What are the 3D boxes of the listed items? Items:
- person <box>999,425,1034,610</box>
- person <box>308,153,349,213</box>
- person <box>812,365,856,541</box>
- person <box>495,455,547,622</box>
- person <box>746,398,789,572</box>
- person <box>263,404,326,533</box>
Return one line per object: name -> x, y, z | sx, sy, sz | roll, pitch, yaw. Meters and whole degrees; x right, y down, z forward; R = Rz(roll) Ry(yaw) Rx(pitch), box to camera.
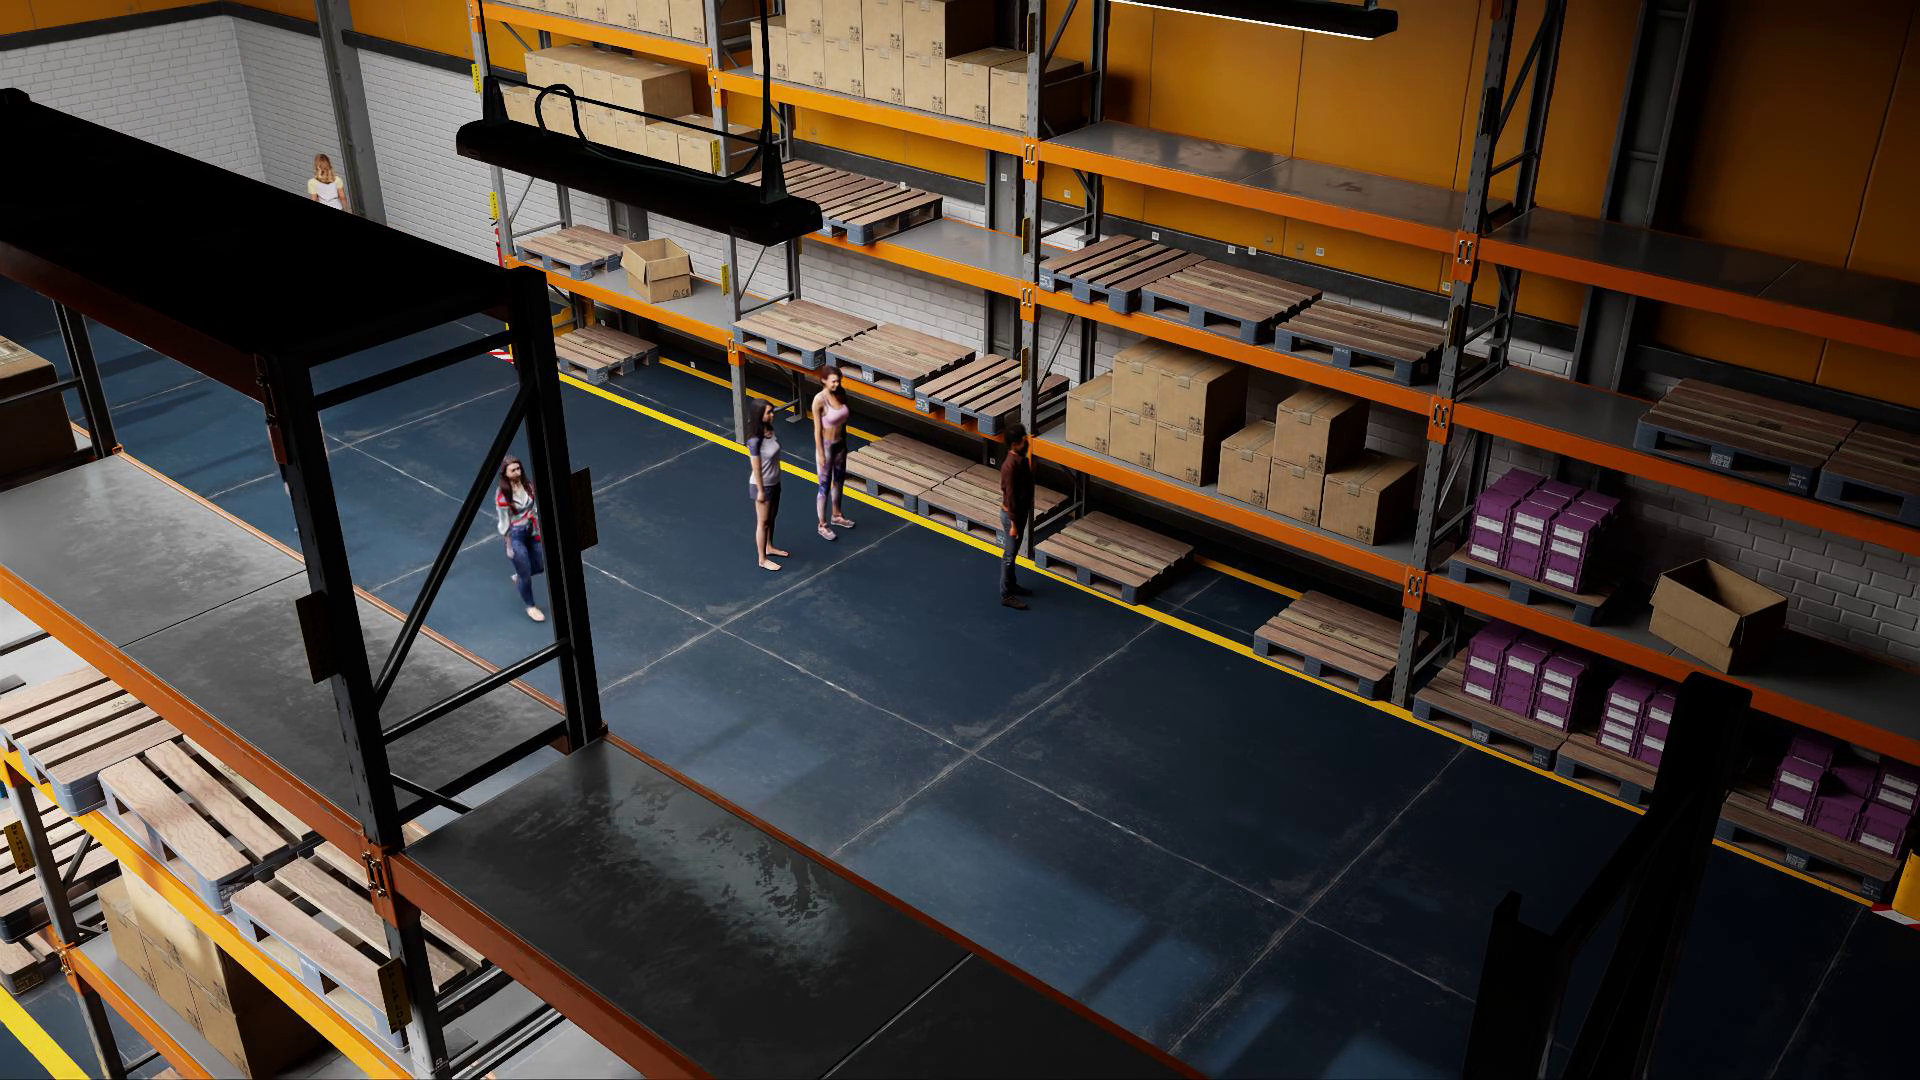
person -> 0.489, -0.231, 15.102 | 0.690, 1.781, 0.717 | 6, 29, 12
person -> -8.663, -4.476, 22.944 | 0.704, 1.723, 0.687 | -13, 31, -23
person -> -1.264, -0.887, 16.315 | 0.542, 1.771, 0.608 | 19, 34, 31
person -> -3.988, -0.044, 14.946 | 0.745, 1.601, 0.593 | 22, 36, 35
person -> -1.840, -0.557, 15.776 | 0.675, 1.707, 0.674 | 7, 29, 12
person -> -6.427, -0.891, 16.219 | 0.769, 1.870, 0.789 | -17, 33, -28
